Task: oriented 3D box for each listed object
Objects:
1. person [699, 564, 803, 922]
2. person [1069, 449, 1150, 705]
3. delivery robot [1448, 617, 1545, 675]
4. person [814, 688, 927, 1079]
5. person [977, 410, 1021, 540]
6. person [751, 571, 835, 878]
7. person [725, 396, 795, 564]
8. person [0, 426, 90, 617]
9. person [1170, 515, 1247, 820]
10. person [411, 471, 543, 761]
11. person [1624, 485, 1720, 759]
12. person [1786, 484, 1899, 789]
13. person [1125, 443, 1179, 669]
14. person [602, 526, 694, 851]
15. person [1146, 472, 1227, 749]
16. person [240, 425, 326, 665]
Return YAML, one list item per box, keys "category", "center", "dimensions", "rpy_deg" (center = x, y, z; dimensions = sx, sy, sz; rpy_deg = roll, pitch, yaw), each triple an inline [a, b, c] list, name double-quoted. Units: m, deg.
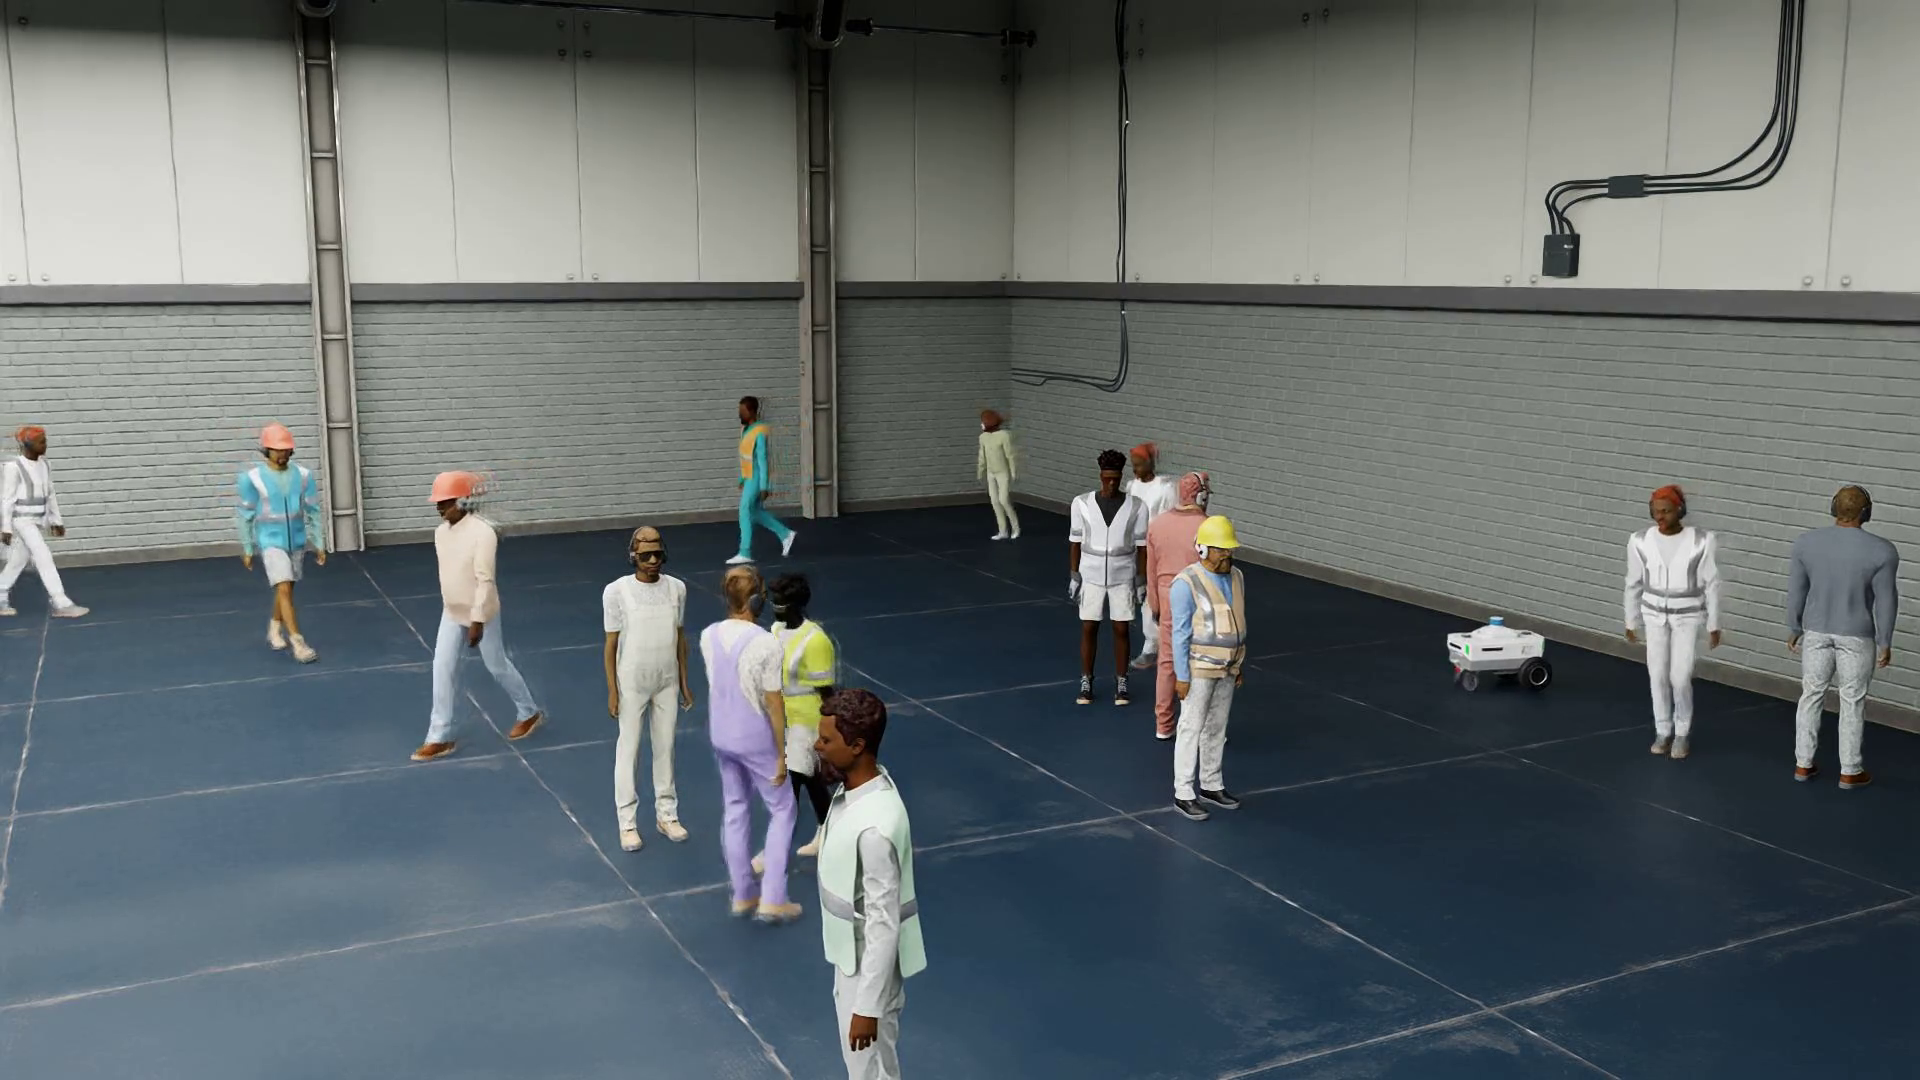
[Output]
- category: "person"
  center: [-1.039, 1.025, 8.355]
  dimensions: [0.532, 1.833, 0.420]
  rpy_deg: [5, 10, 27]
- category: "person"
  center: [1.125, 0.280, 12.573]
  dimensions: [0.608, 1.955, 0.382]
  rpy_deg: [1, 9, 8]
- category: "delivery robot"
  center: [4.211, 0.848, 13.081]
  dimensions: [0.707, 0.478, 0.477]
  rpy_deg: [-2, 9, -12]
- category: "person"
  center: [-0.316, 1.432, 5.585]
  dimensions: [0.389, 1.919, 0.592]
  rpy_deg: [-2, 9, -11]
- category: "person"
  center: [0.450, -0.790, 20.244]
  dimensions: [0.530, 1.597, 0.411]
  rpy_deg: [9, 13, 44]
- category: "person"
  center: [-0.952, 0.996, 9.040]
  dimensions: [0.782, 1.667, 0.551]
  rpy_deg: [-6, 11, -33]
- category: "person"
  center: [-2.260, -0.687, 18.721]
  dimensions: [0.776, 1.896, 0.596]
  rpy_deg: [-3, 10, -20]
- category: "person"
  center: [-8.837, -0.170, 15.749]
  dimensions: [0.996, 1.832, 0.587]
  rpy_deg: [0, 9, 0]
- category: "person"
  center: [1.515, 0.754, 10.023]
  dimensions: [0.599, 1.830, 0.403]
  rpy_deg: [-8, 12, -42]
- category: "person"
  center: [-3.305, 0.484, 11.368]
  dimensions: [0.612, 1.951, 1.003]
  rpy_deg: [5, 11, 29]
- category: "person"
  center: [4.788, 0.549, 11.207]
  dimensions: [0.602, 1.858, 0.480]
  rpy_deg: [7, 12, 38]
- category: "person"
  center: [5.599, 0.609, 10.588]
  dimensions: [0.637, 1.938, 0.355]
  rpy_deg: [9, 13, 43]
- category: "person"
  center: [1.543, 0.126, 13.818]
  dimensions: [0.745, 1.854, 0.597]
  rpy_deg: [-6, 11, -31]
- category: "person"
  center: [-1.773, 0.834, 9.490]
  dimensions: [0.506, 1.847, 0.343]
  rpy_deg: [-6, 11, -32]
- category: "person"
  center: [1.598, 0.478, 11.500]
  dimensions: [0.402, 1.906, 0.652]
  rpy_deg: [-9, 13, -44]
- category: "person"
  center: [-5.746, 0.012, 14.122]
  dimensions: [0.628, 1.999, 1.053]
  rpy_deg: [-9, 13, -43]
